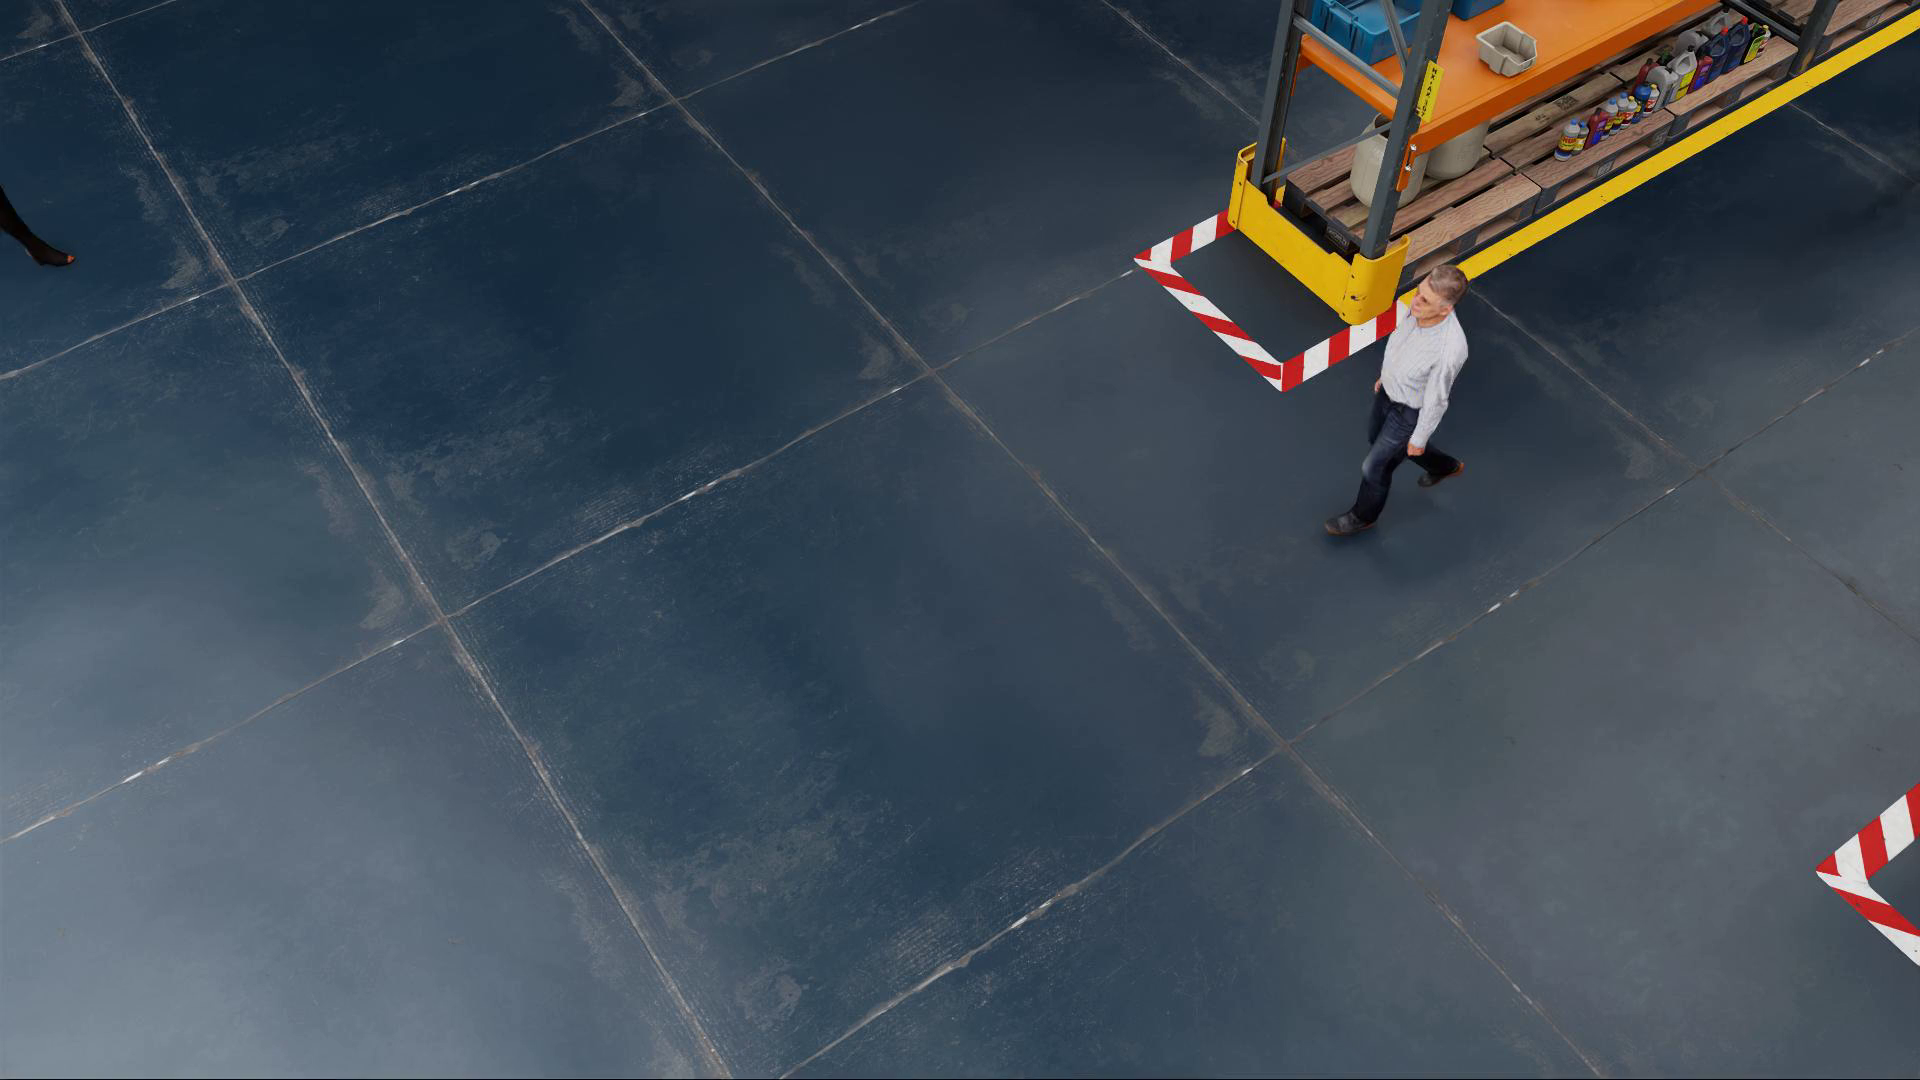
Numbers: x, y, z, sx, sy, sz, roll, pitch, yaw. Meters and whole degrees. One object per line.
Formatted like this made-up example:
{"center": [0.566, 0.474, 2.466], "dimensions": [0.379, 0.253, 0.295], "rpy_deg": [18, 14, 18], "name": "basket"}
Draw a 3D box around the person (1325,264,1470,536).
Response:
{"center": [2.253, -0.680, 8.114], "dimensions": [1.070, 1.803, 0.915], "rpy_deg": [-6, 53, -5], "name": "person"}
